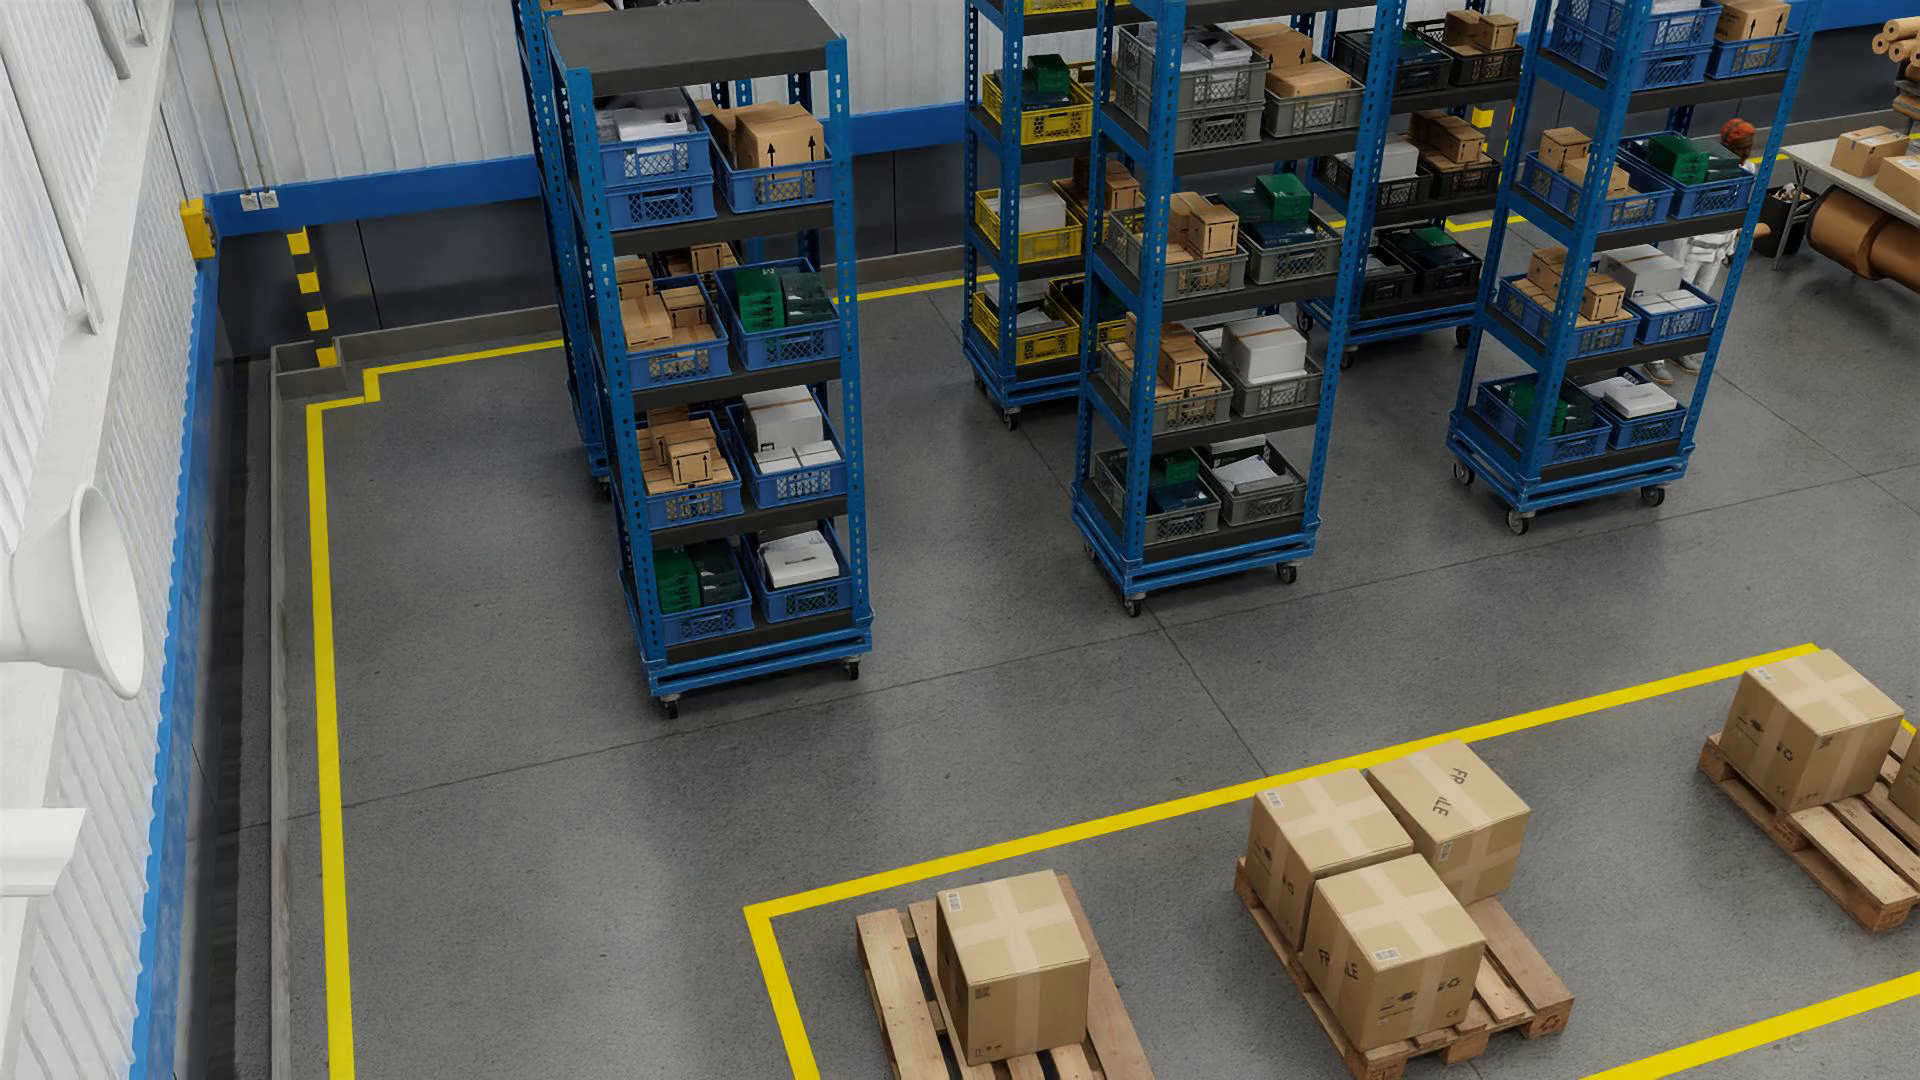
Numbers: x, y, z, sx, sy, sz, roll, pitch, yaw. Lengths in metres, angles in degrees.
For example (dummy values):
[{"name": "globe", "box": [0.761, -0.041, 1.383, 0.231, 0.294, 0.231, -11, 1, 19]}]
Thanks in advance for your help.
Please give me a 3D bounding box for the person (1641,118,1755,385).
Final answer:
[{"name": "person", "box": [5.125, -1.985, 11.470, 0.573, 1.883, 0.355, -16, 38, -21]}]
